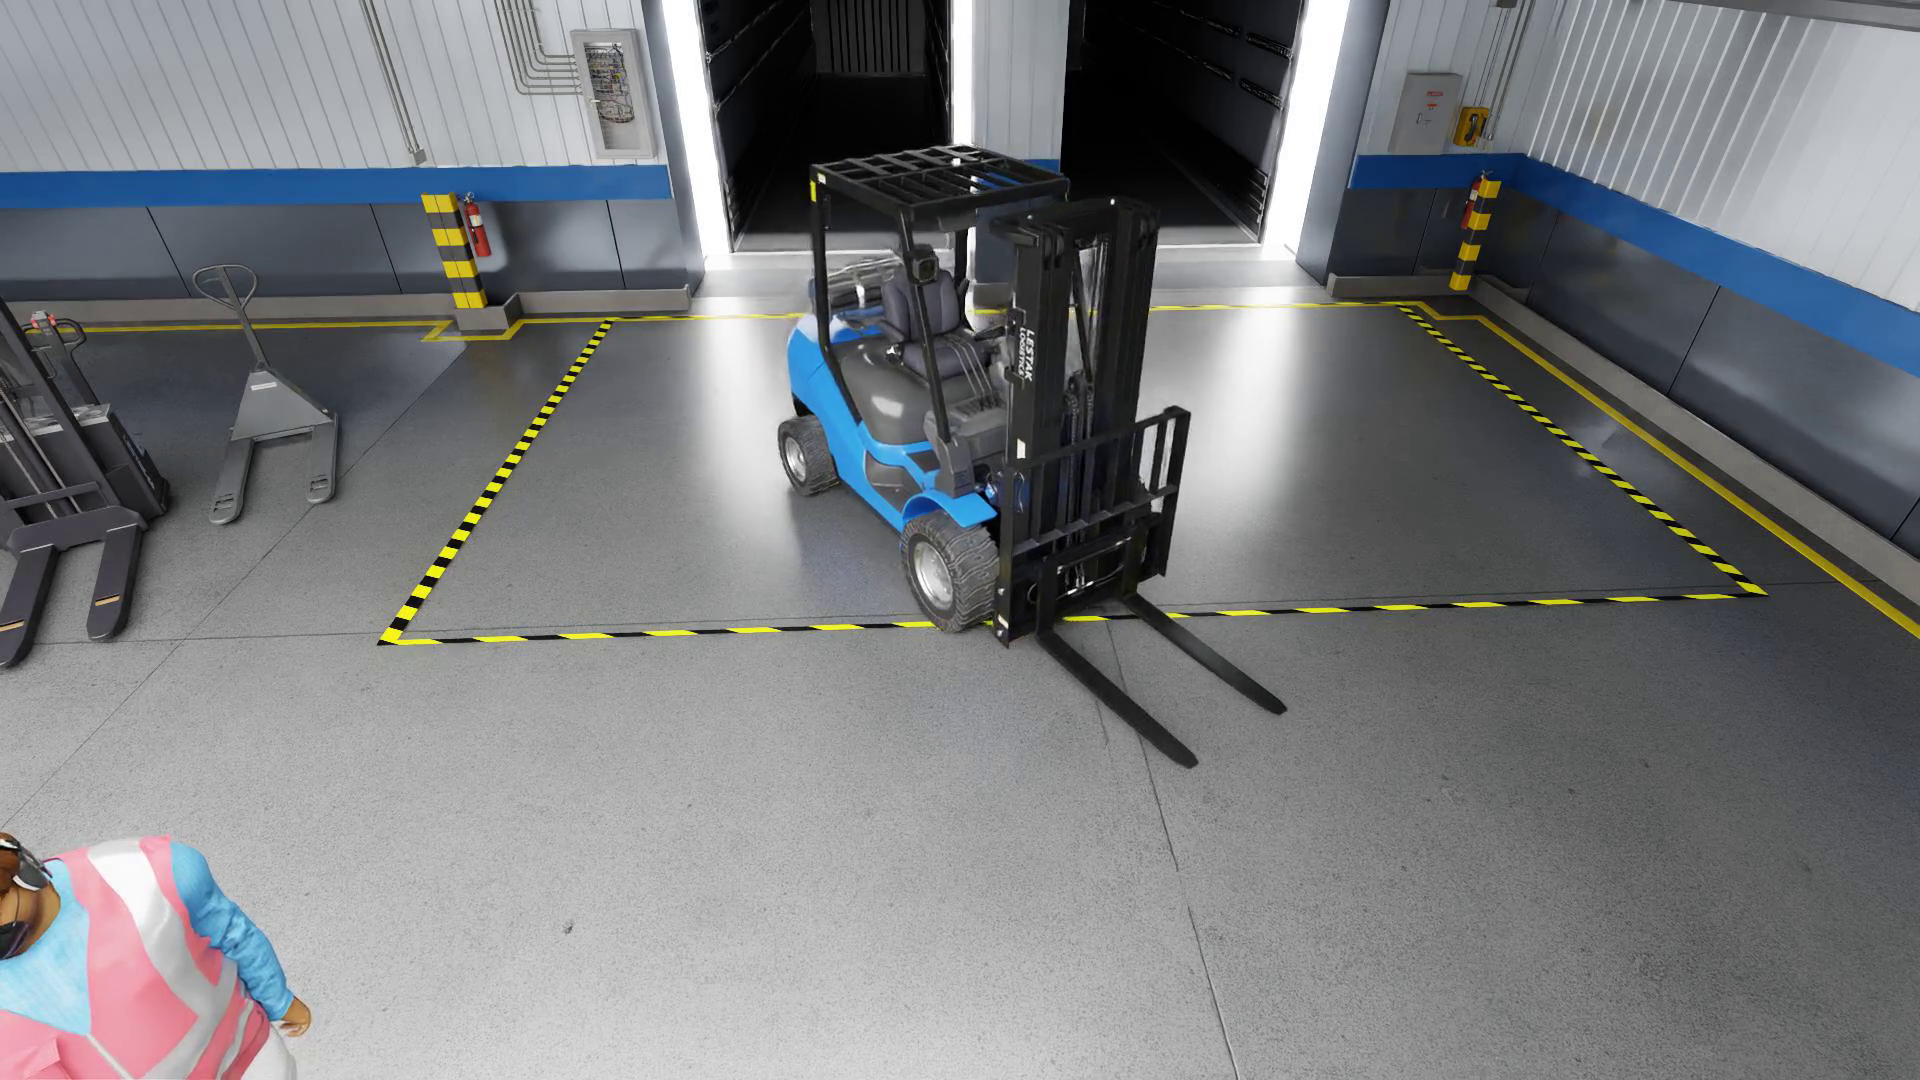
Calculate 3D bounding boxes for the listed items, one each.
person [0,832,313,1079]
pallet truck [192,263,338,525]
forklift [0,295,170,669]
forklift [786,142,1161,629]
[{"bbox_3d":[-1.946,1.319,2.230,0.429,1.840,0.632,25,42,31],"label":"person"},{"bbox_3d":[-4.778,-1.027,6.128,0.680,1.201,1.601,-17,38,-23],"label":"pallet truck"},{"bbox_3d":[-5.212,-0.618,4.878,0.823,1.965,1.885,-20,39,-26],"label":"forklift"},{"bbox_3d":[-0.053,-1.071,5.218,1.157,2.036,2.680,-21,40,-27],"label":"forklift"}]
